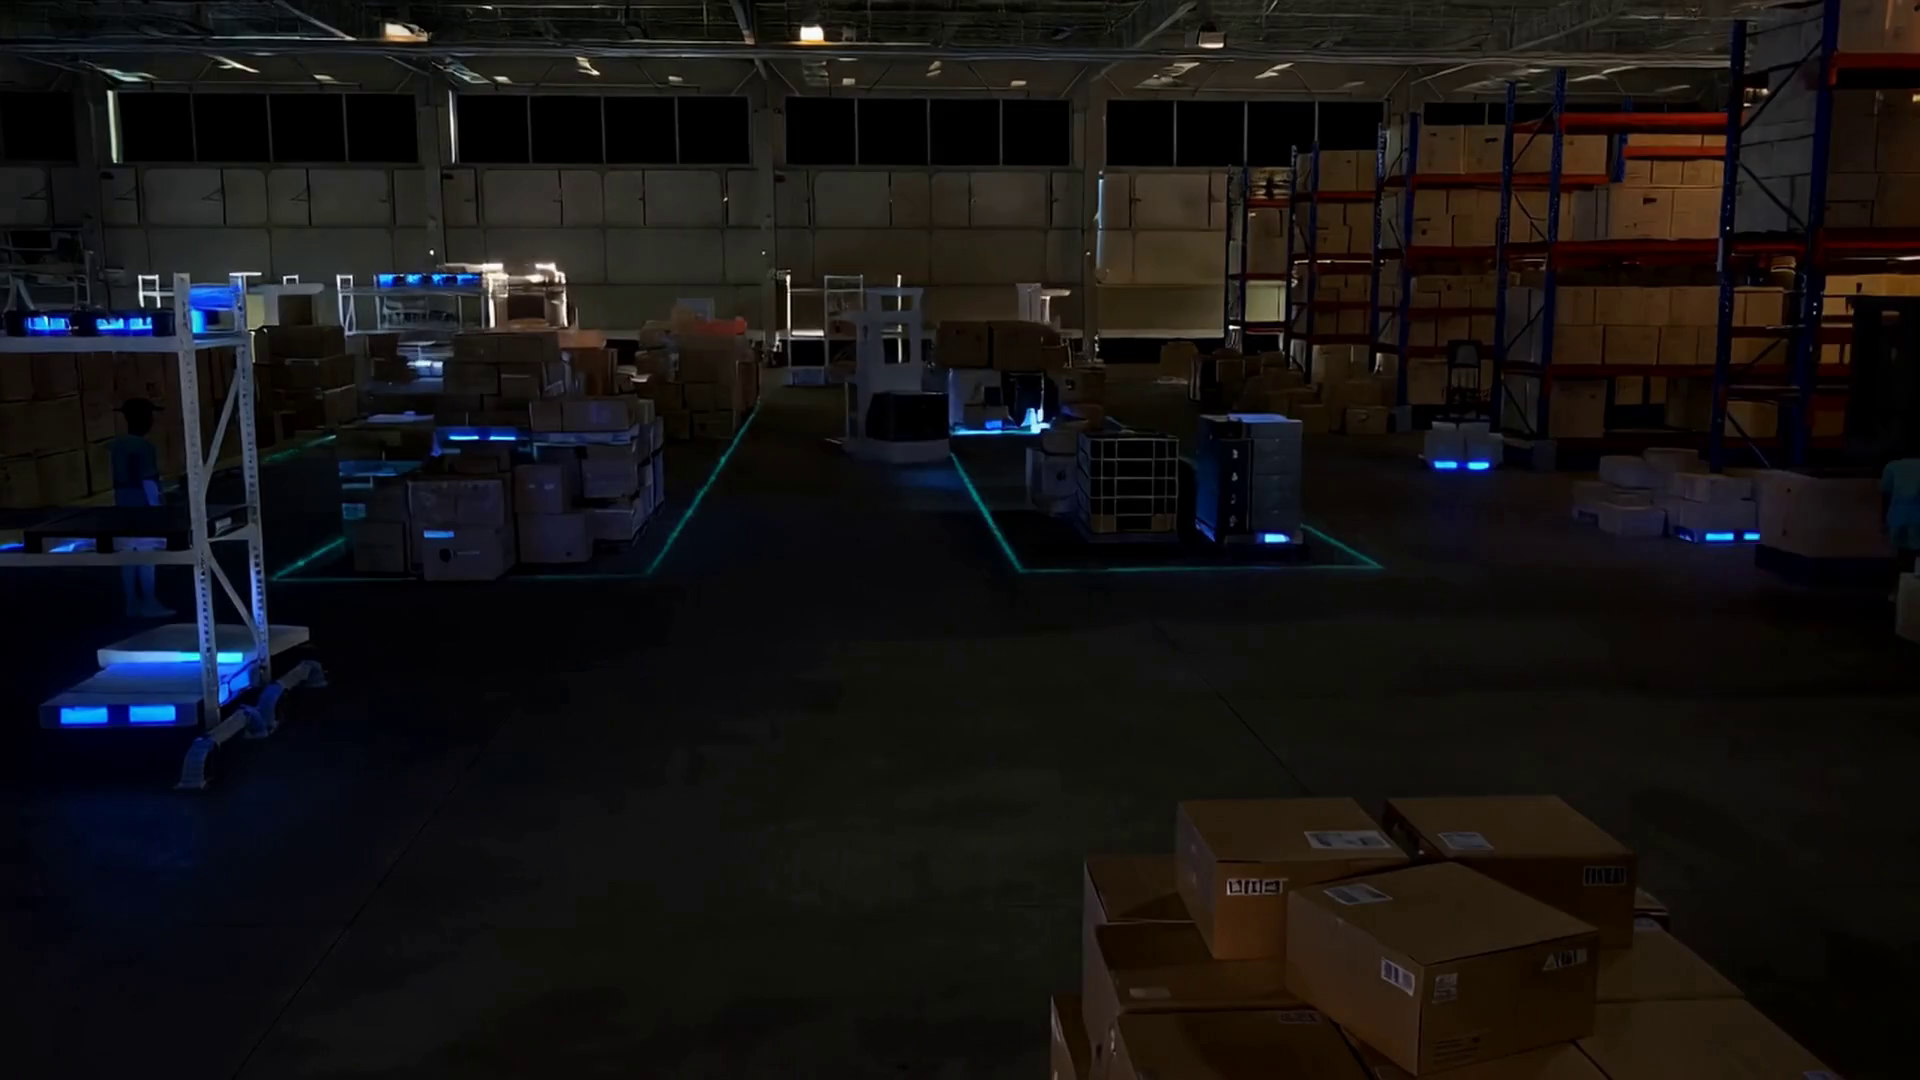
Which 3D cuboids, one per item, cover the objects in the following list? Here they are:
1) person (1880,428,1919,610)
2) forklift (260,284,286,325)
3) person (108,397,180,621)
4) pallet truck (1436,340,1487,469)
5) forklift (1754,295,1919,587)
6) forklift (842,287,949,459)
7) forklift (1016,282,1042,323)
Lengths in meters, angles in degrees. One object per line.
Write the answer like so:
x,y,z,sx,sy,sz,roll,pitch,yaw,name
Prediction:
8.615,-0.195,15.069,0.824,1.658,0.536,-6,11,-33,person
-15.707,-4.501,38.293,1.873,2.768,1.129,-2,9,-10,forklift
-7.204,-0.273,14.611,0.609,1.963,0.368,6,11,35,person
8.004,-2.170,26.422,0.823,1.965,1.885,2,9,14,pallet truck
9.046,-1.005,16.338,1.873,2.768,1.129,-1,9,-4,forklift
-1.068,-2.819,27.732,1.129,2.768,1.873,-5,10,-30,forklift
1.852,-5.540,44.818,1.873,2.768,1.129,5,10,27,forklift
